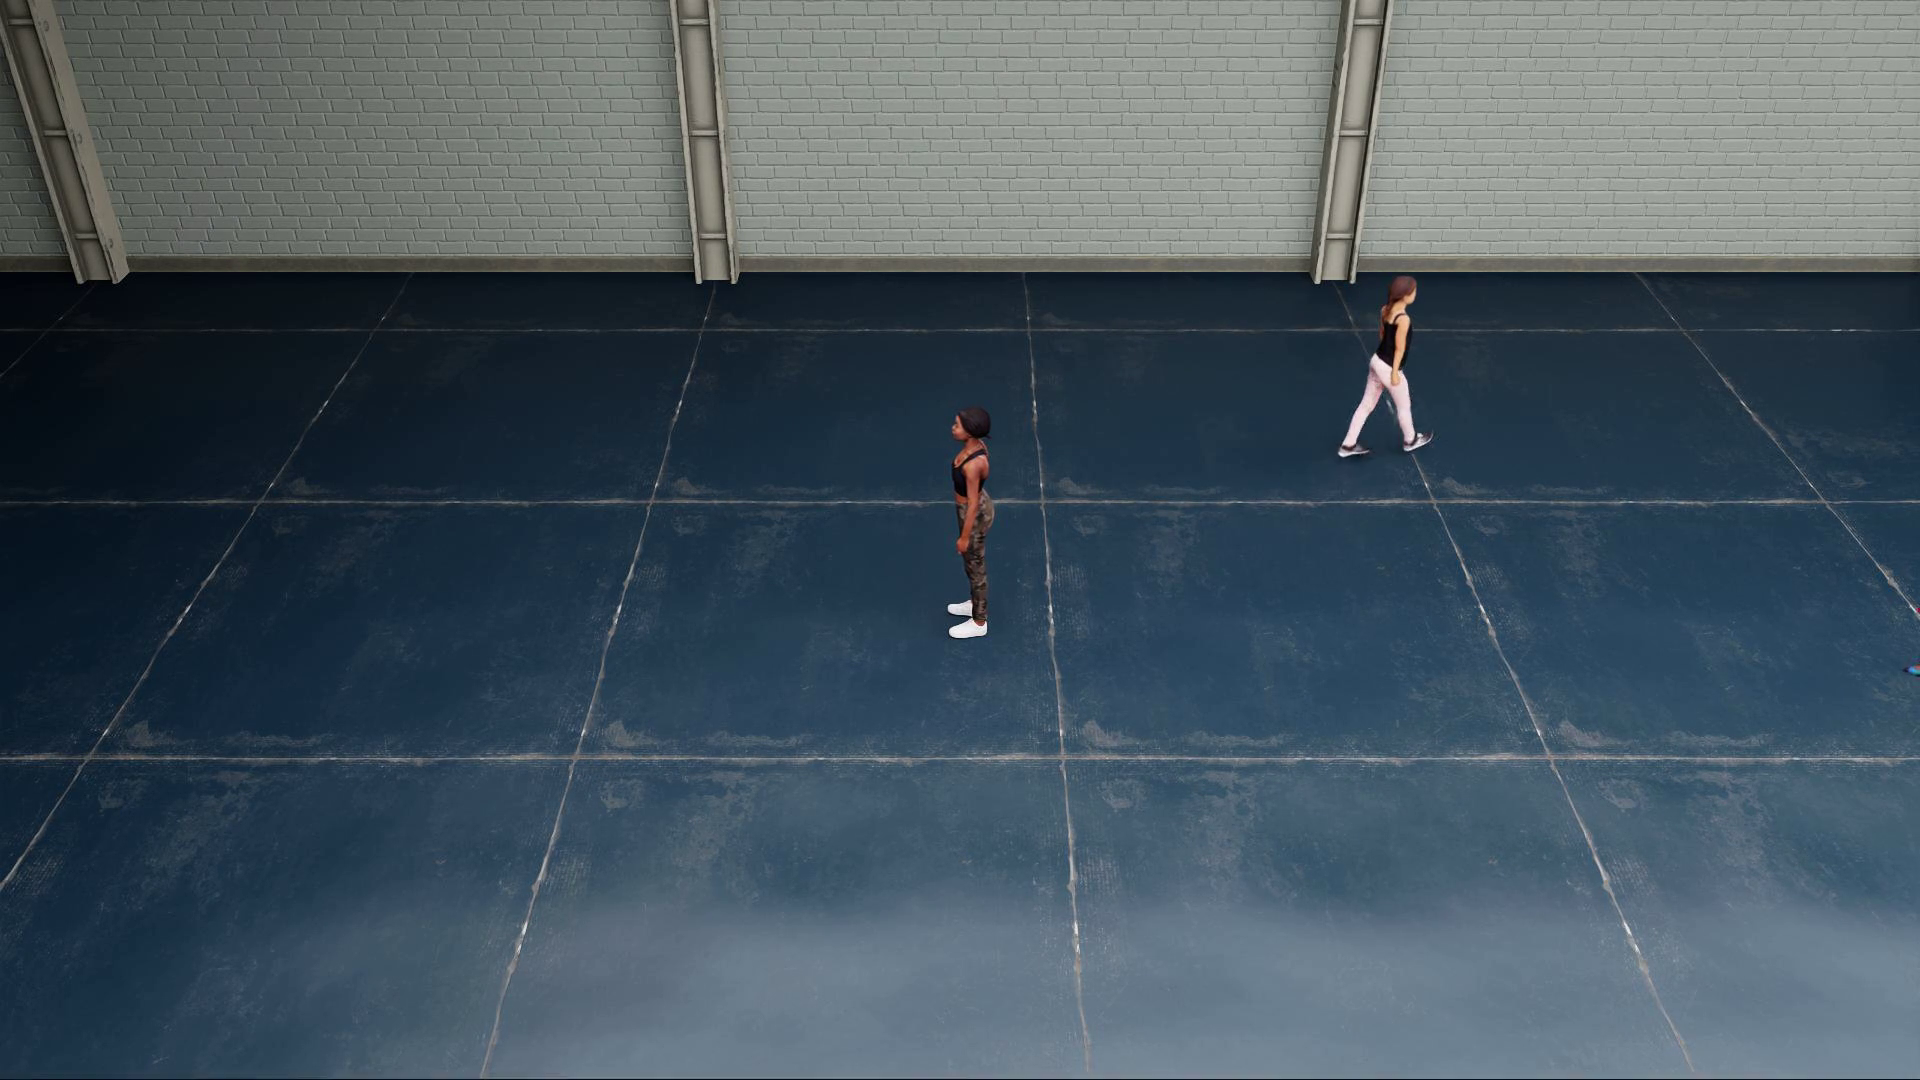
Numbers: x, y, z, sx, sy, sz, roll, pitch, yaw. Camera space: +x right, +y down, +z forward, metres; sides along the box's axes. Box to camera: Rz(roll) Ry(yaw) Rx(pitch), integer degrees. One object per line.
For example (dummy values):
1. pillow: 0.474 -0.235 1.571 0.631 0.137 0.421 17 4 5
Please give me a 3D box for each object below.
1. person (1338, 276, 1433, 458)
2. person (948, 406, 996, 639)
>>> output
1. person: 3.255 -1.301 12.895 1.080 1.520 0.764 -11 35 -16
2. person: 0.082 -0.130 10.928 0.517 1.700 0.559 0 33 0
